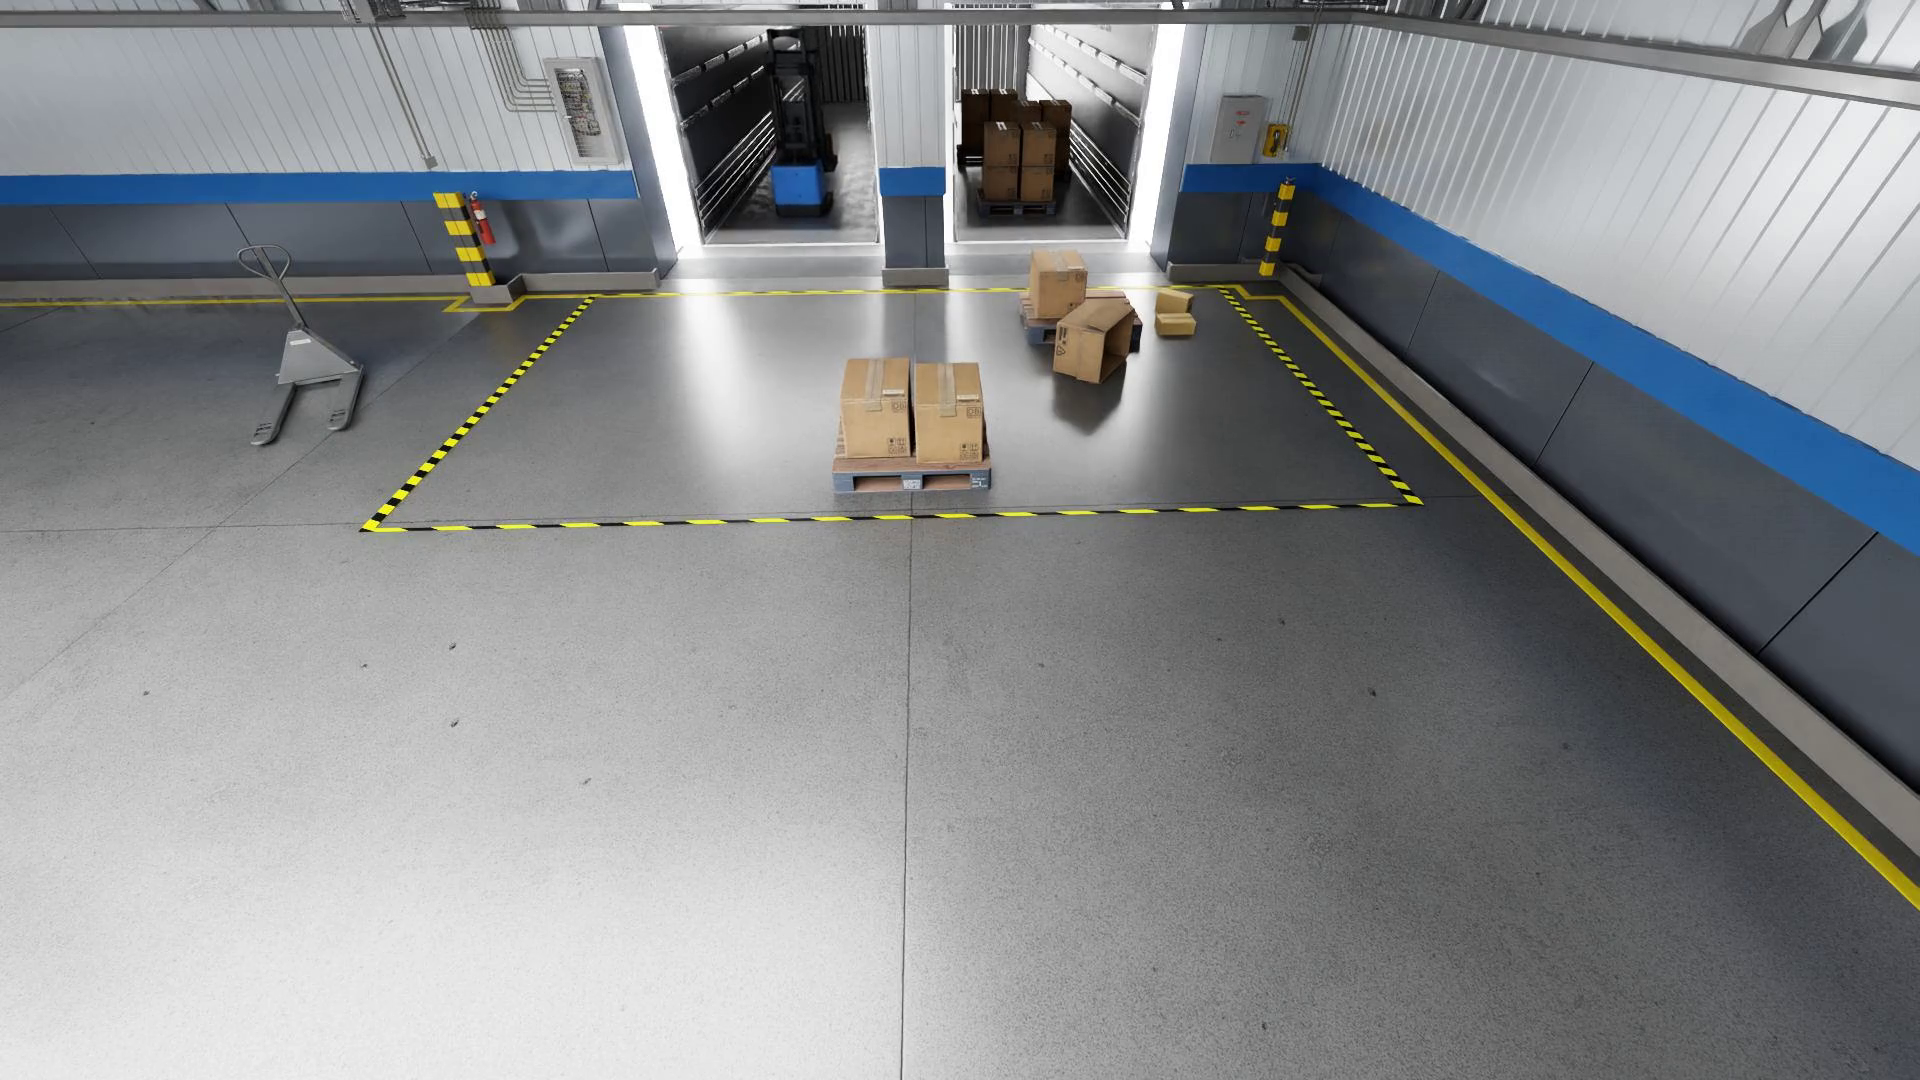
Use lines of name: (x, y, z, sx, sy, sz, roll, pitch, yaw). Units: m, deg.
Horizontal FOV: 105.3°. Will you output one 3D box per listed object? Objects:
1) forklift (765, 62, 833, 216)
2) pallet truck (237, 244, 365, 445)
forklift: (-2.516, -6.076, 11.193, 0.716, 2.013, 0.776, -1, 38, -1)
pallet truck: (-5.915, -1.733, 6.366, 0.680, 1.201, 1.601, -18, 42, -21)
